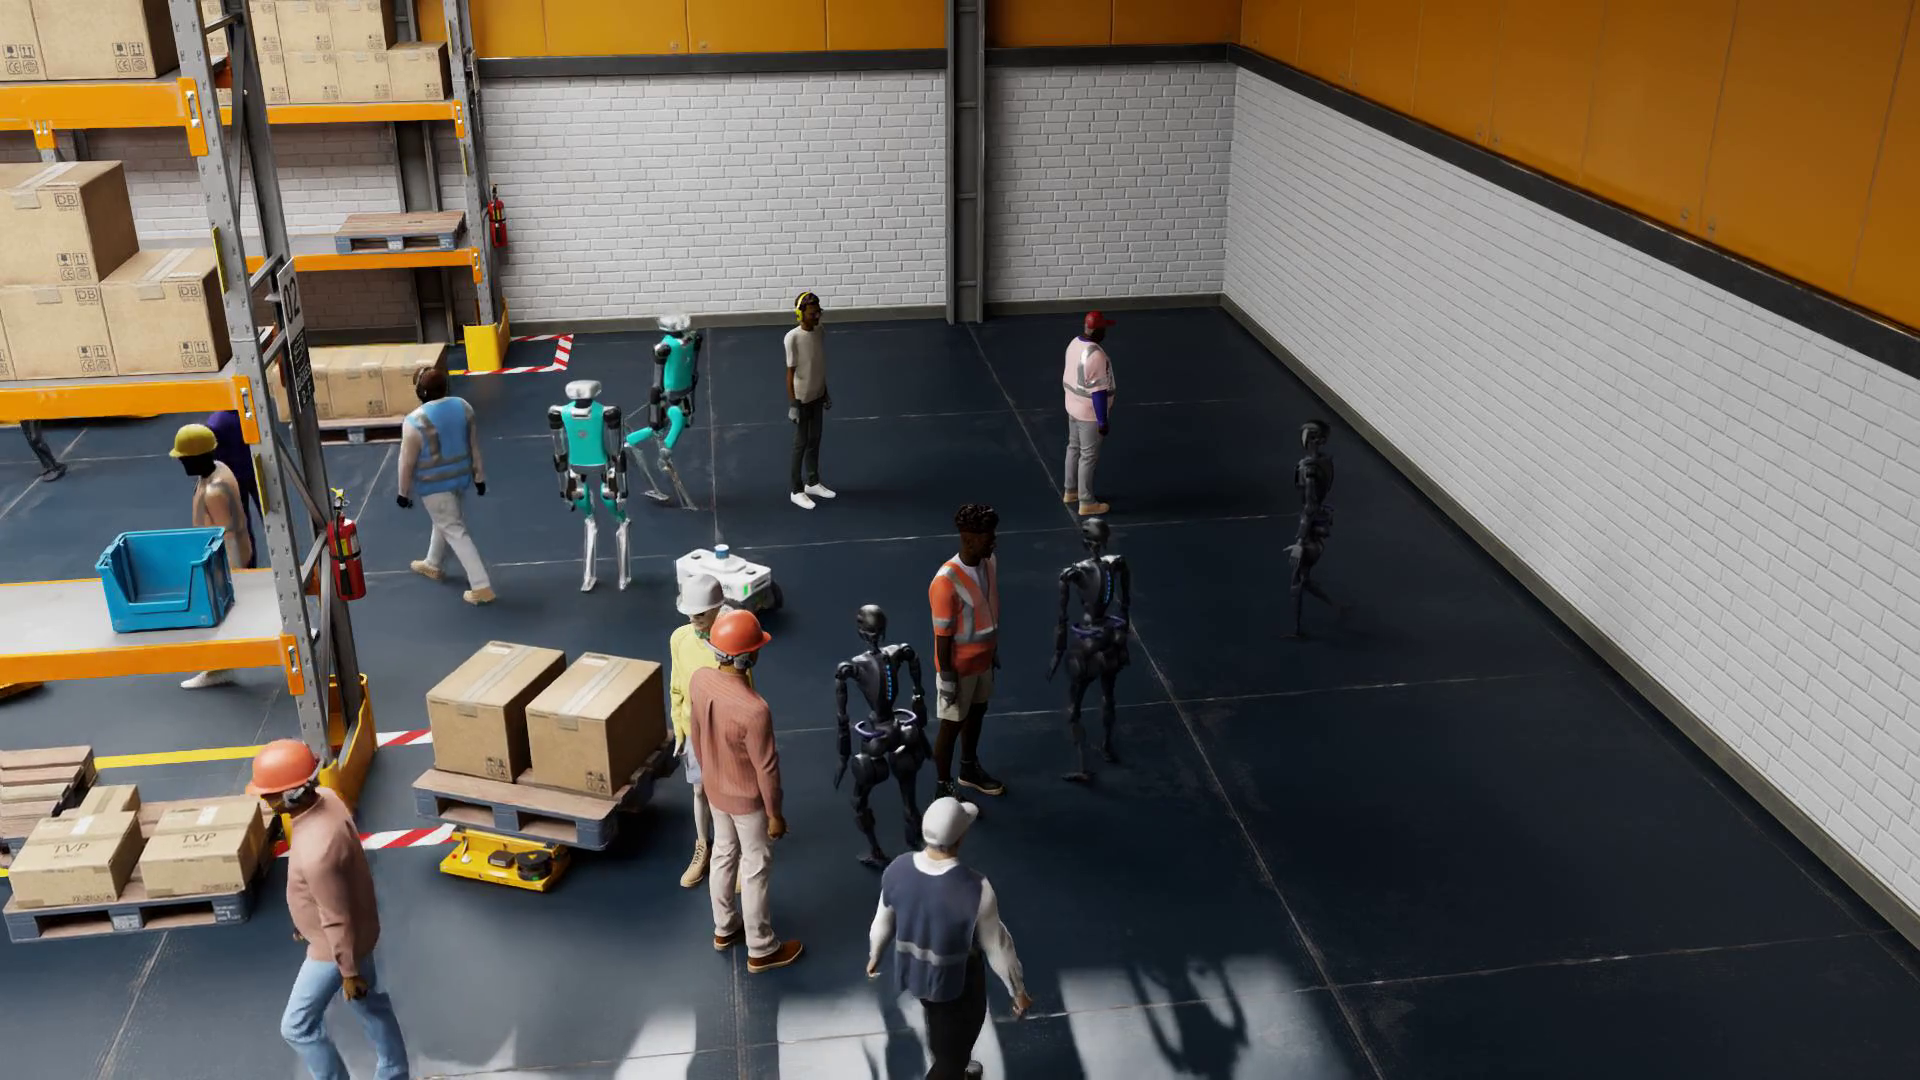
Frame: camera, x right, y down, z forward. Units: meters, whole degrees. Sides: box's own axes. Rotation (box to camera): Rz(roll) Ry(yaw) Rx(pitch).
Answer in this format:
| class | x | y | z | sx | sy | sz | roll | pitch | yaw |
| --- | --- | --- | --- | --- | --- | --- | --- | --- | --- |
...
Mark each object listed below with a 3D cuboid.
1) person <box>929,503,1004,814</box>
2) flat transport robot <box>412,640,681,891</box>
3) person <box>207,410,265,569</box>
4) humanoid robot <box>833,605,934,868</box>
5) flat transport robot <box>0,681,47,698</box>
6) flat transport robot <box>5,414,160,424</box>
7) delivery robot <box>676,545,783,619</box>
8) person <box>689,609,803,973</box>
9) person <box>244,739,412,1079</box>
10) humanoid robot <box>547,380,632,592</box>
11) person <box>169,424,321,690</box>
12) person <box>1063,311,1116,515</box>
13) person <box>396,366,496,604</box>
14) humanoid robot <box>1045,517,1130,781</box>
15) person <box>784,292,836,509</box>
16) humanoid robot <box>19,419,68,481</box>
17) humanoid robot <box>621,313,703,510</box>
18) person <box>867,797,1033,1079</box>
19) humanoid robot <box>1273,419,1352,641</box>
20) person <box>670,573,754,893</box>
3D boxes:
| class | x | y | z | sx | sy | sz | roll | pitch | yaw |
| --- | --- | --- | --- | --- | --- | --- | --- | --- | --- |
| person | 0.047 | 0.686 | 9.740 | 0.369 | 1.959 | 0.606 | 14 | 27 | 29 |
| flat transport robot | -2.395 | 1.563 | 9.836 | 0.659 | 0.231 | 1.431 | 7 | 25 | 15 |
| person | -5.551 | -0.510 | 12.868 | 0.340 | 1.622 | 0.464 | 19 | 30 | 37 |
| humanoid robot | -0.408 | 1.129 | 9.084 | 0.608 | 1.634 | 0.528 | -15 | 28 | -31 |
| flat transport robot | -6.975 | 0.806 | 11.561 | 1.431 | 0.231 | 0.659 | 21 | 31 | 39 |
| flat transport robot | -8.626 | -1.372 | 16.523 | 1.431 | 0.231 | 0.659 | -3 | 24 | -7 |
| delivery robot | -1.736 | 0.327 | 12.292 | 0.796 | 0.592 | 0.499 | 14 | 27 | 29 |
| person | -1.093 | 1.260 | 8.382 | 0.379 | 1.993 | 0.621 | -21 | 31 | -40 |
| person | -2.811 | 1.748 | 7.301 | 0.653 | 1.964 | 0.595 | -5 | 24 | -10 |
| humanoid robot | -2.728 | -0.424 | 12.537 | 0.531 | 1.781 | 0.738 | 0 | 24 | 0 |
| person | -4.889 | 0.095 | 11.162 | 0.860 | 1.899 | 0.597 | -7 | 25 | -16 |
| person | 1.096 | -1.083 | 14.035 | 0.418 | 1.746 | 0.598 | -9 | 25 | -19 |
| person | -3.877 | -0.428 | 12.489 | 1.002 | 1.793 | 0.635 | 12 | 27 | 26 |
| humanoid robot | 0.829 | 0.669 | 10.111 | 0.591 | 1.648 | 0.432 | -14 | 27 | -29 |
| person | -1.275 | -1.202 | 14.146 | 0.317 | 1.869 | 0.519 | 15 | 28 | 30 |
| humanoid robot | -8.269 | -1.331 | 14.671 | 0.586 | 1.648 | 0.328 | 9 | 25 | 20 |
| humanoid robot | -2.568 | -1.076 | 14.040 | 0.876 | 1.775 | 0.531 | 14 | 27 | 29 |
| person | -0.087 | 1.903 | 7.246 | 0.761 | 1.730 | 0.800 | 14 | 27 | 28 |
| humanoid robot | 2.542 | -0.047 | 11.764 | 0.480 | 1.644 | 0.609 | 8 | 25 | 17 |
| person | -1.337 | 1.034 | 9.028 | 0.478 | 1.891 | 0.382 | 5 | 24 | 12 |
